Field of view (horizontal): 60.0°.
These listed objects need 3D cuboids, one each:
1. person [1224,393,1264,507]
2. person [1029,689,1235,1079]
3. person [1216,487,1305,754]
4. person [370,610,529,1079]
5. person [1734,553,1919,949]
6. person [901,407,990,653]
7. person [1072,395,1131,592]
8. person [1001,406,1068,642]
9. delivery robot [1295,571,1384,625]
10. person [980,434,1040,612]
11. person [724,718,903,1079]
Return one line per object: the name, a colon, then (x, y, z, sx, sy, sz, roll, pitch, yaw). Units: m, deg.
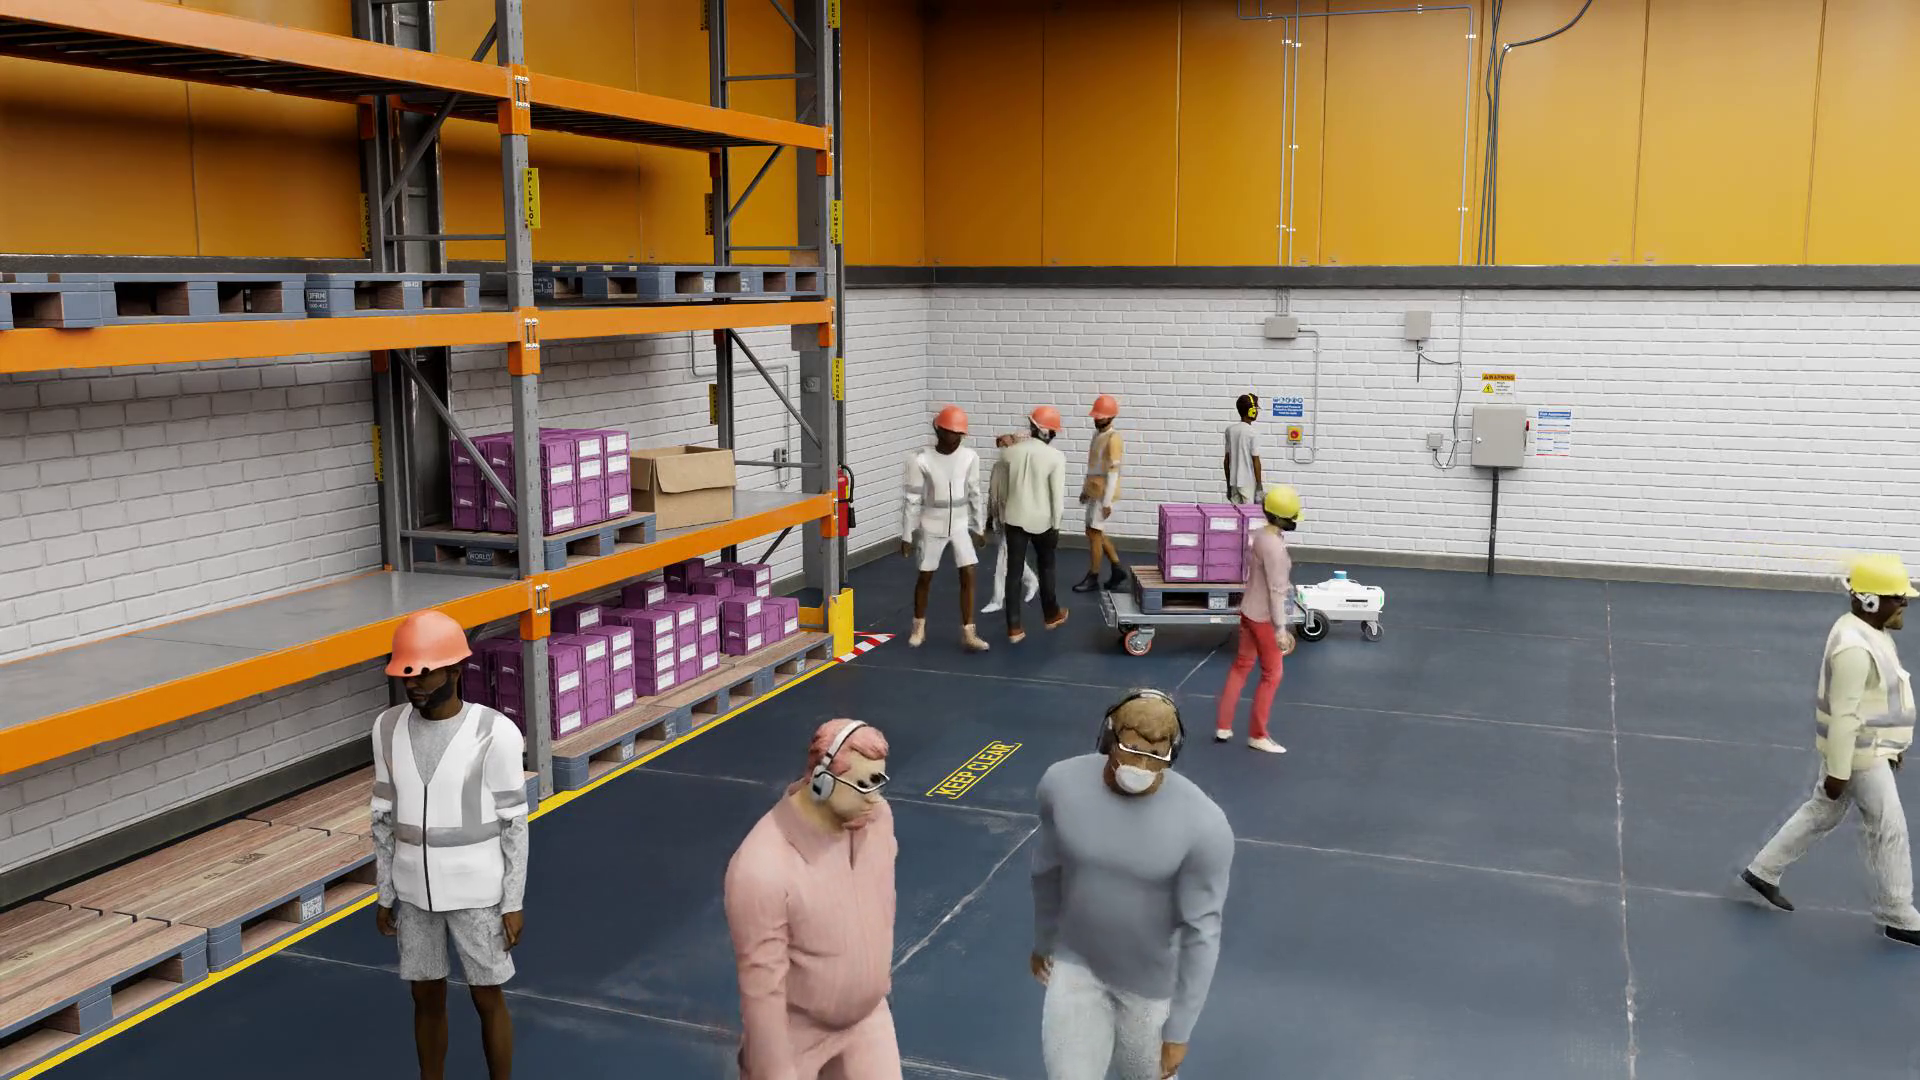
person: (2.830, -0.518, 16.501, 0.327, 1.874, 0.519, -6, 11, -32)
person: (0.449, 1.327, 4.901, 0.683, 1.875, 0.982, 4, 10, 25)
person: (1.893, 0.498, 10.603, 0.504, 1.720, 0.607, 0, 9, -2)
person: (-1.734, 1.182, 5.615, 0.549, 1.936, 0.376, 2, 9, 11)
person: (4.084, 0.933, 7.649, 0.906, 1.801, 0.586, 5, 10, 28)
person: (-0.112, -0.078, 13.366, 0.733, 1.984, 0.919, -3, 10, -20)
person: (1.364, -0.440, 15.905, 0.588, 1.904, 0.645, -2, 9, -12)
person: (0.630, -0.157, 13.985, 0.634, 1.939, 0.947, 3, 10, 21)
delivery robot: (3.174, 0.504, 13.911, 0.707, 0.478, 0.477, 1, 9, 6)
person: (0.486, -0.171, 15.171, 0.761, 1.614, 0.519, -6, 11, -33)
person: (-0.378, 1.374, 4.779, 1.021, 1.836, 0.717, 8, 12, 40)
